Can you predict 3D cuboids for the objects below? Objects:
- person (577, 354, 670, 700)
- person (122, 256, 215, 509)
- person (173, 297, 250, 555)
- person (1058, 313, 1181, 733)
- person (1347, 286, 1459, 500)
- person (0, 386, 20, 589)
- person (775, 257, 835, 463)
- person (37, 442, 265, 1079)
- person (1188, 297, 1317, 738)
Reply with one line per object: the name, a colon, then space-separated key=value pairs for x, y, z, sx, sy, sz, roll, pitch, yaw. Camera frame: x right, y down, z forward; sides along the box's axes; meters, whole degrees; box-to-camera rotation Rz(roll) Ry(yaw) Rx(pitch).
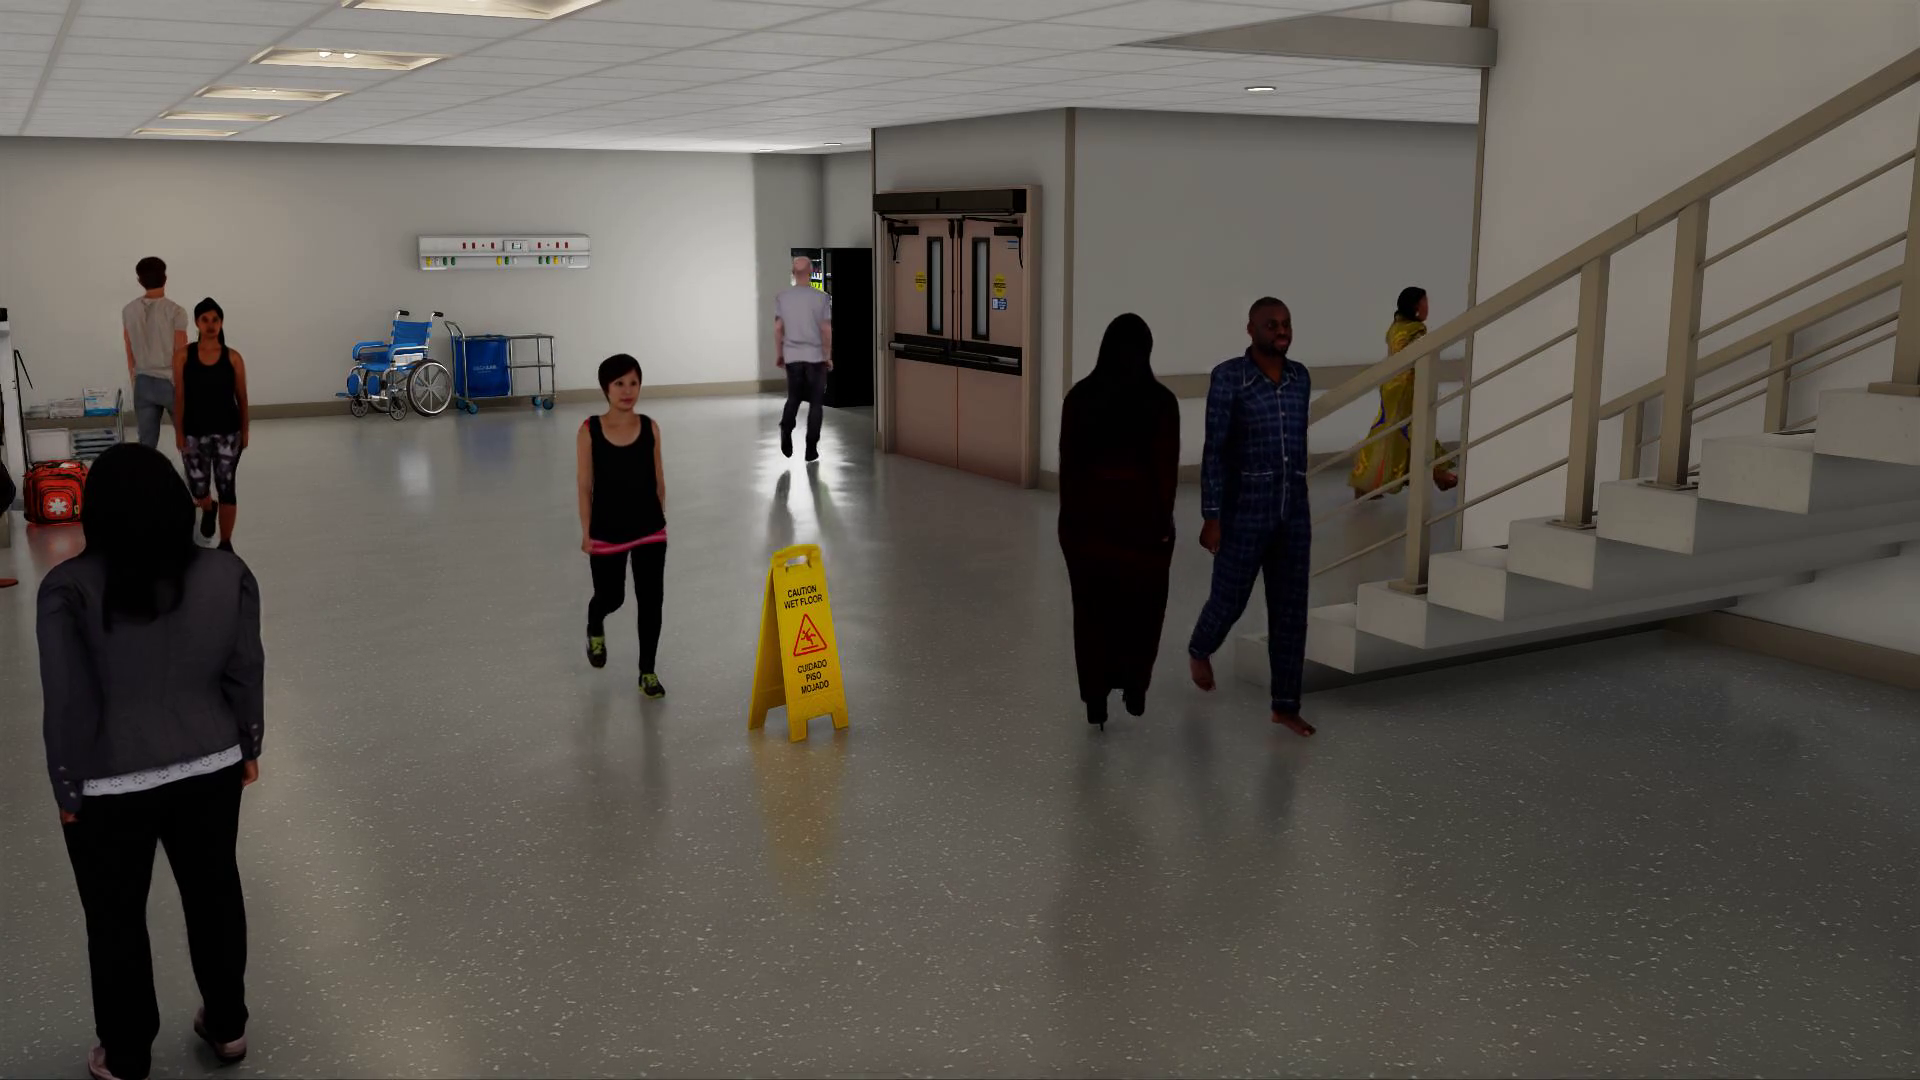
person: x=-1.530 y=-0.065 z=7.518 sx=0.556 sy=1.537 sz=0.801 roll=-6 pitch=12 yaw=-28
person: x=-5.790 y=-1.067 z=11.945 sx=0.978 sy=1.855 sz=1.256 roll=0 pitch=11 yaw=-2
person: x=-4.757 y=-0.698 z=10.555 sx=0.627 sy=1.649 sz=0.906 roll=-5 pitch=12 yaw=-25
person: x=0.637 y=-0.040 z=6.840 sx=0.823 sy=1.741 sz=0.875 roll=2 pitch=11 yaw=8
person: x=3.293 y=-1.070 z=12.638 sx=1.185 sy=1.603 sz=1.310 roll=-1 pitch=11 yaw=-4
person: x=-5.812 y=-0.586 z=9.586 sx=0.740 sy=1.790 sz=0.562 roll=-6 pitch=12 yaw=-29
person: x=-1.401 y=-1.589 z=14.797 sx=0.921 sy=1.817 sz=0.995 roll=2 pitch=11 yaw=10
person: x=-1.984 y=0.556 z=4.093 sx=0.742 sy=1.594 sz=0.741 roll=10 pitch=15 yaw=43
person: x=1.238 y=-0.113 z=7.108 sx=0.798 sy=1.785 sz=1.173 roll=-4 pitch=11 yaw=-20
